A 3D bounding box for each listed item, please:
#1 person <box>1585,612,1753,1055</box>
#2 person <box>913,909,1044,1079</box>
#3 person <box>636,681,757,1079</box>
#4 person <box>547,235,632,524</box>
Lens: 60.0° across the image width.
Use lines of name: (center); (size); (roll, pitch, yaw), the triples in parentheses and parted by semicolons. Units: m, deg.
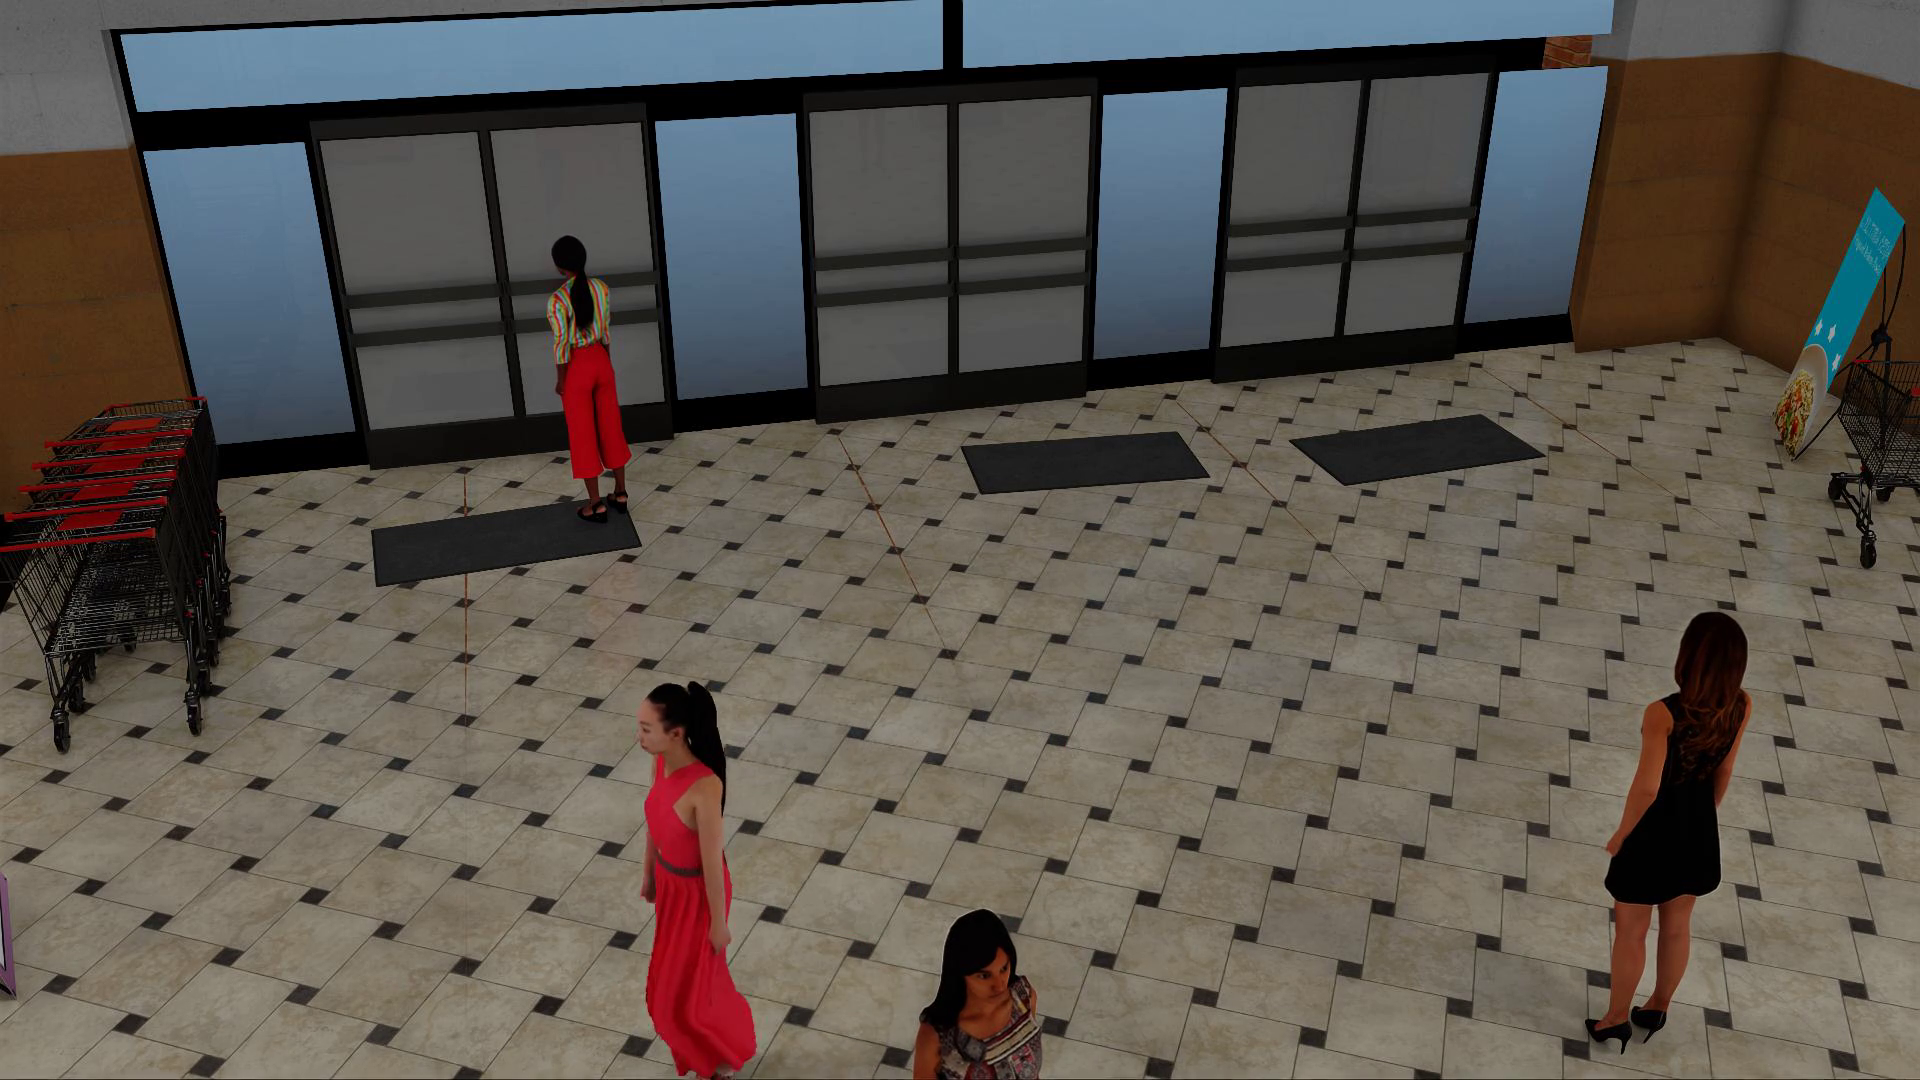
person: (2.535, 1.074, 5.961); (0.566, 1.835, 0.506); (-7, 28, -13)
person: (0.054, 1.749, 4.838); (0.717, 1.645, 0.665); (-18, 32, -32)
person: (-0.849, 1.230, 5.790); (0.781, 1.712, 0.711); (-17, 32, -30)
person: (-2.246, -0.955, 10.009); (0.704, 1.793, 0.688); (22, 34, 37)
